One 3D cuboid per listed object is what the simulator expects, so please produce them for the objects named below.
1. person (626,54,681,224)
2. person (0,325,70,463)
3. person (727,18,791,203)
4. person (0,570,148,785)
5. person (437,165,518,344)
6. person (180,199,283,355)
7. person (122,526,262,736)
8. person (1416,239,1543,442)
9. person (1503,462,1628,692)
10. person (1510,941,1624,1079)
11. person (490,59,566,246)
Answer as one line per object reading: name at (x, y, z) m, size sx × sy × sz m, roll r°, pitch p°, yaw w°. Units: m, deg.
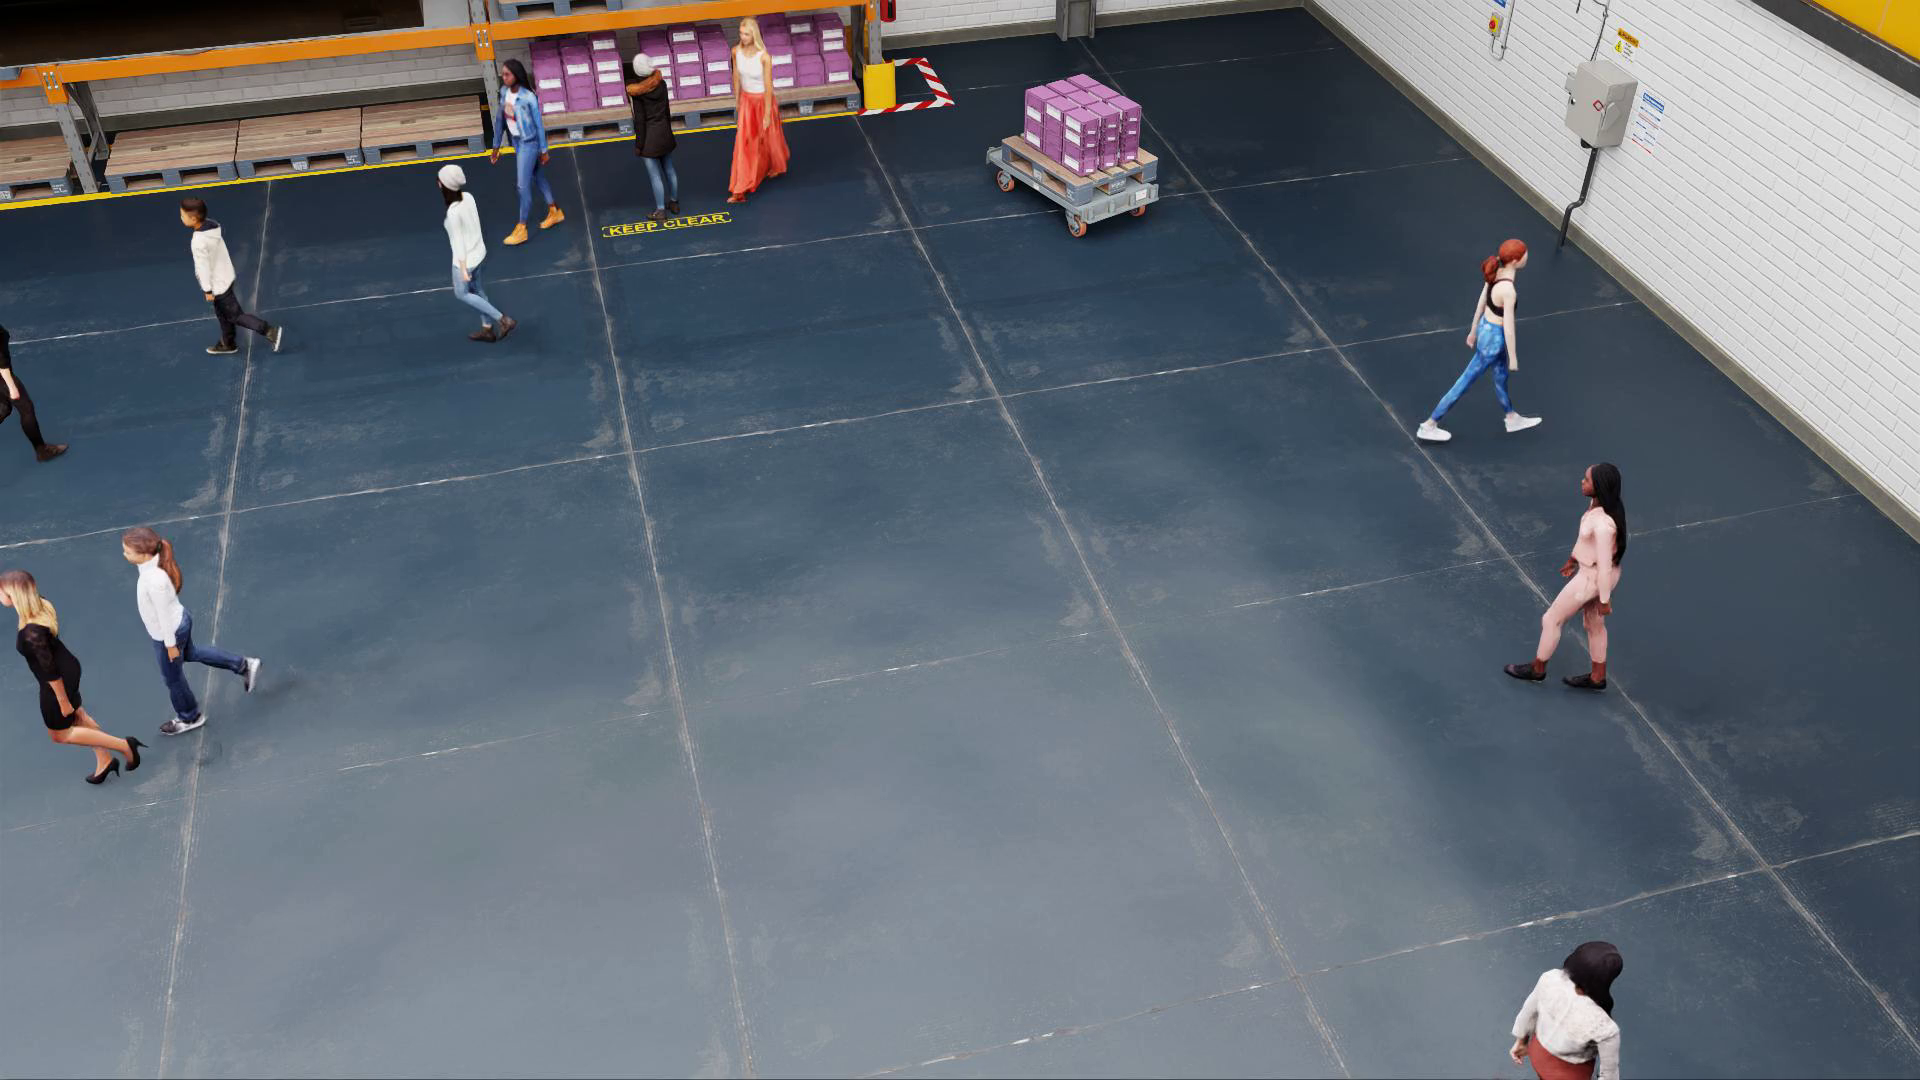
person at (-2.864, -3.783, 15.620) m, size 0.792 × 1.635 × 0.714 m, roll 26°, pitch 45°, yaw 29°
person at (-7.234, -1.182, 12.375) m, size 0.943 × 1.620 × 1.059 m, roll 23°, pitch 44°, yaw 26°
person at (-1.890, -4.175, 16.031) m, size 1.278 × 1.734 × 1.267 m, roll 17°, pitch 42°, yaw 20°
person at (-5.222, 0.830, 9.820) m, size 0.708 × 1.665 × 0.624 m, roll -16°, pitch 41°, yaw -19°
person at (-4.002, -2.347, 13.825) m, size 0.834 × 1.630 × 0.734 m, roll 6°, pitch 39°, yaw 8°
person at (-6.053, -2.154, 13.742) m, size 0.932 × 1.434 × 0.663 m, roll -6°, pitch 39°, yaw -7°
person at (-4.806, 0.529, 10.295) m, size 0.921 × 1.542 × 0.582 m, roll -15°, pitch 41°, yaw -18°
person at (3.925, -1.445, 12.616) m, size 1.266 × 1.729 × 0.789 m, roll -1°, pitch 39°, yaw -1°
person at (4.081, 0.292, 10.479) m, size 1.018 × 1.684 × 0.916 m, roll 12°, pitch 40°, yaw 14°
person at (2.703, 2.488, 7.690) m, size 0.732 × 1.732 × 0.660 m, roll -16°, pitch 41°, yaw -19°
person at (-3.947, -3.655, 15.419) m, size 0.935 × 1.686 × 1.076 m, roll 29°, pitch 47°, yaw 31°
